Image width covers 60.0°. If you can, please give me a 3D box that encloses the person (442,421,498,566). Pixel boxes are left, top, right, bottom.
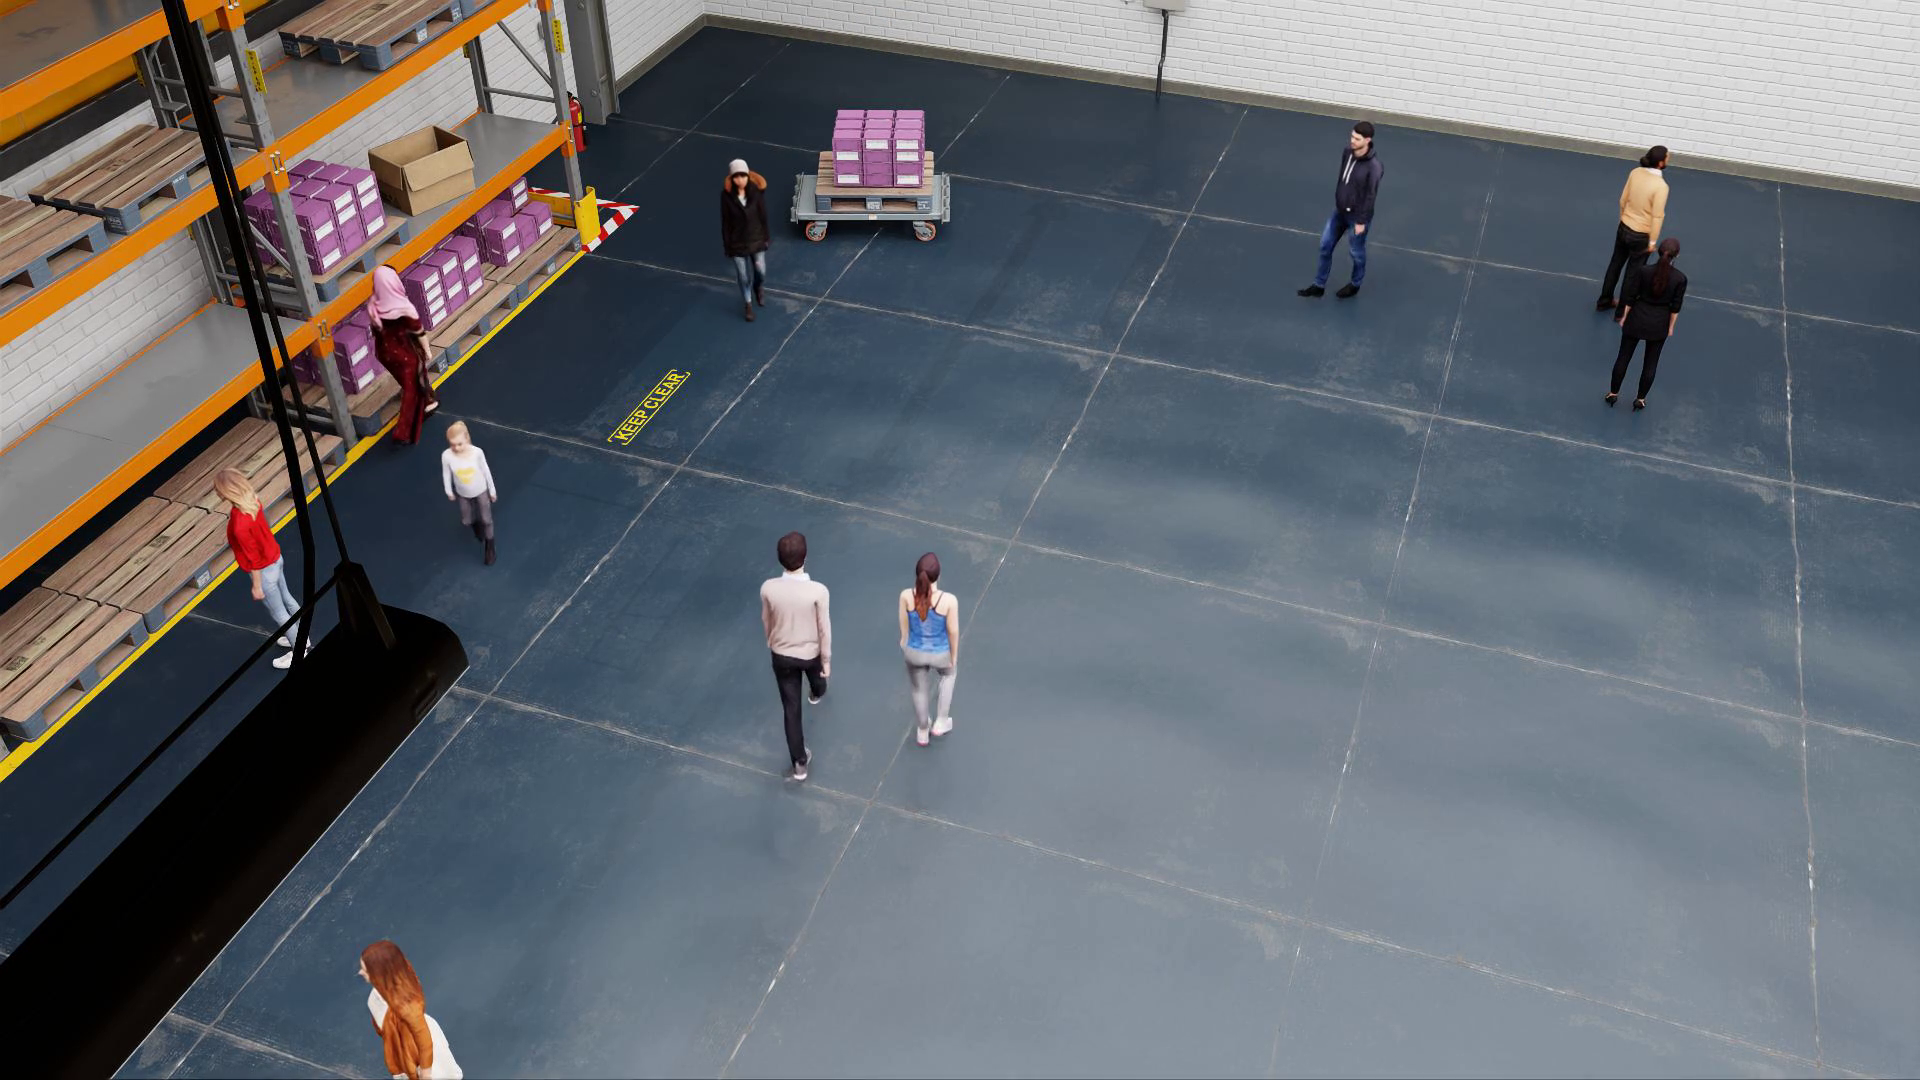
[{"bbox_3d":[-3.806,-0.424,12.983,0.702,1.264,0.790,-9,39,-11],"label":"person"}]

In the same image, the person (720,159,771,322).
[{"bbox_3d":[-2.037,-2.883,15.772,0.754,1.628,0.806,-7,39,-9],"label":"person"}]

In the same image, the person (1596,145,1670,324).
[{"bbox_3d":[6.380,-2.901,15.693,0.817,1.754,0.745,-13,41,-16],"label":"person"}]

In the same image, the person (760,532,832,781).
[{"bbox_3d":[-1.088,0.817,11.039,0.868,1.753,1.270,4,39,4],"label":"person"}]

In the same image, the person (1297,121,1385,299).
[{"bbox_3d":[3.843,-3.155,15.922,1.079,1.865,1.007,-19,42,-22],"label":"person"}]

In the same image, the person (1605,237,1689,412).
[{"bbox_3d":[5.976,-1.870,14.476,0.618,1.661,0.569,16,41,19],"label":"person"}]

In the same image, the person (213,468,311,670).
[{"bbox_3d":[-4.961,0.201,11.850,0.754,1.703,0.625,-6,39,-7],"label":"person"}]

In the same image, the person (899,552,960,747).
[{"bbox_3d":[-0.221,0.787,11.199,0.630,1.600,0.654,3,39,4],"label":"person"}]

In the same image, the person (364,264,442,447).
[{"bbox_3d":[-4.777,-1.534,14.103,0.648,1.602,1.047,12,40,15],"label":"person"}]

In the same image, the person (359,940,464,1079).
[{"bbox_3d":[-2.847,2.662,8.752,0.741,1.723,0.706,-23,44,-26],"label":"person"}]
